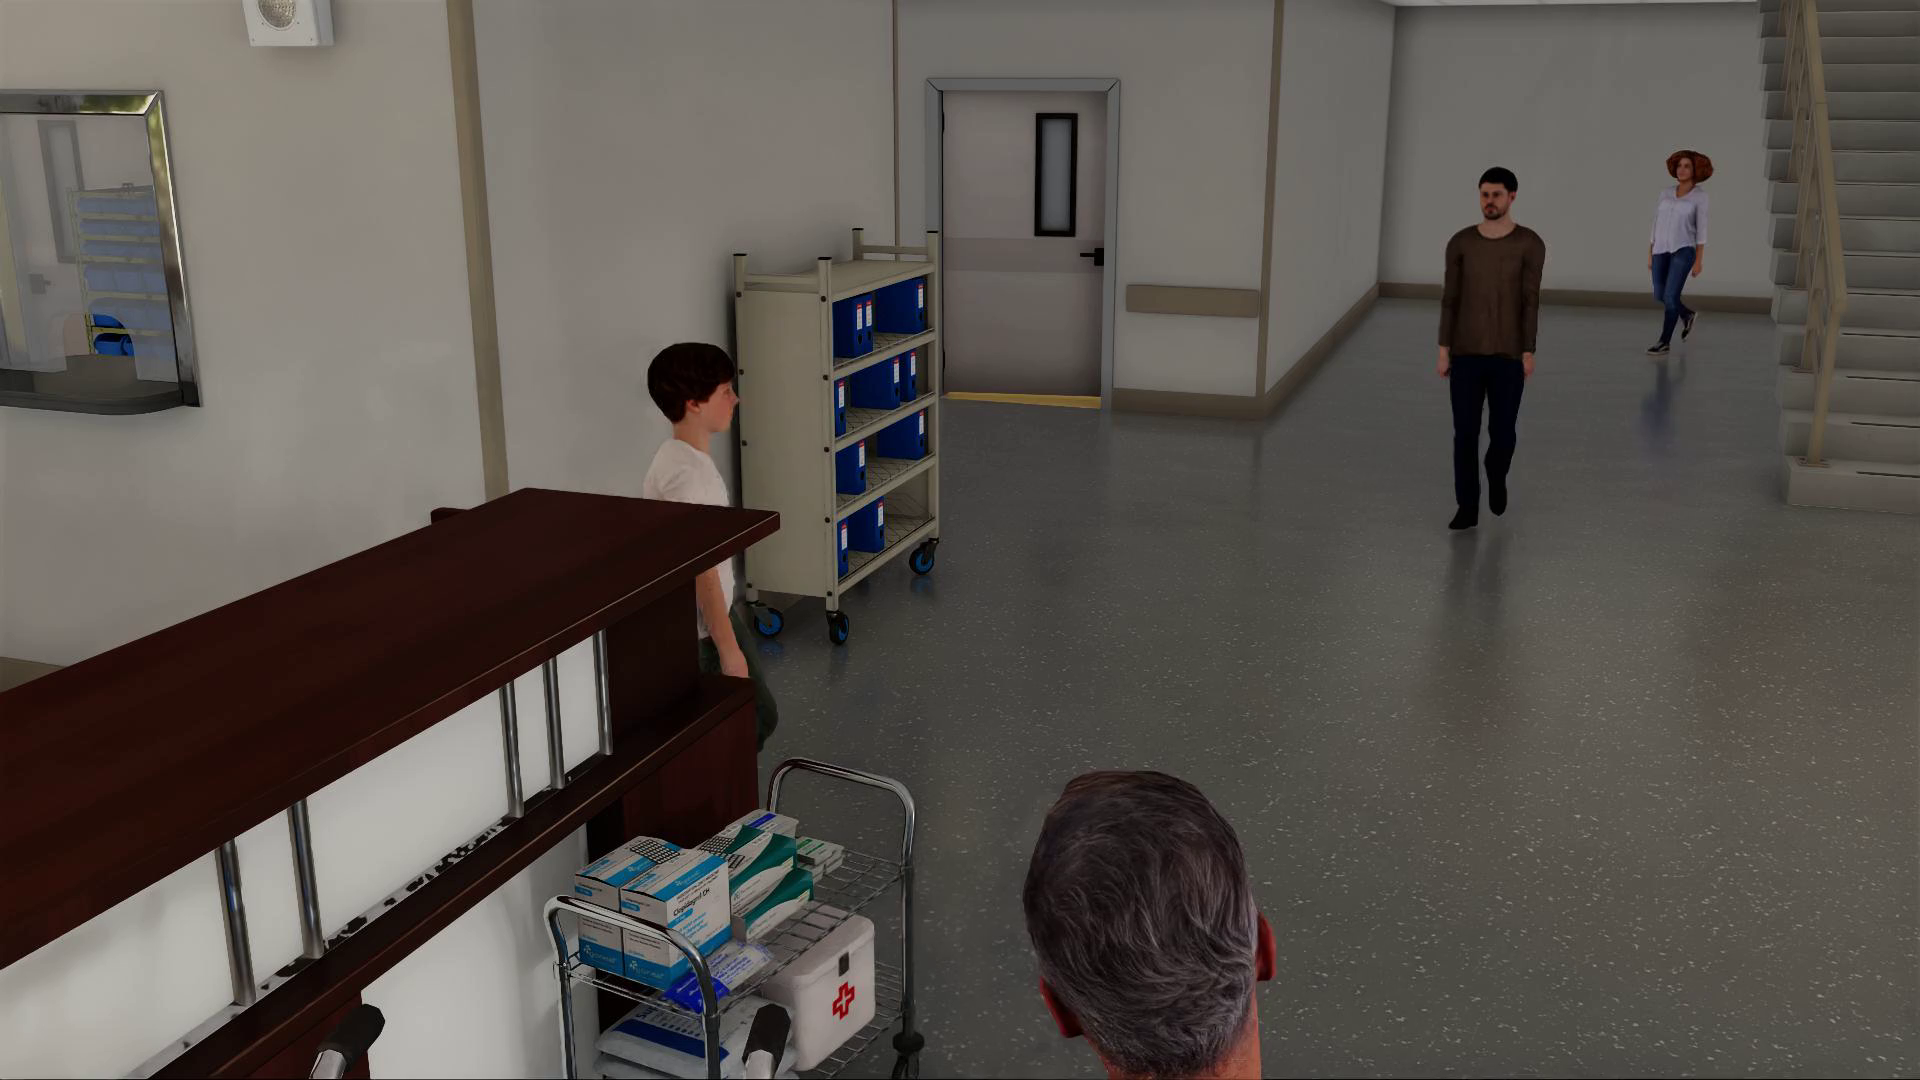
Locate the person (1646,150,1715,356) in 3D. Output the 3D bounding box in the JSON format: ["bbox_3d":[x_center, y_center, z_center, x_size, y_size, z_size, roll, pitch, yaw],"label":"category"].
[{"bbox_3d":[6.175,-2.461,14.232,1.106,1.699,1.008,-9,18,-30],"label":"person"}]

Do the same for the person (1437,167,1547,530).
[{"bbox_3d":[2.772,-0.983,8.664,0.711,1.875,0.813,8,18,27],"label":"person"}]

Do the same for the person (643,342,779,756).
[{"bbox_3d":[-0.825,0.276,4.635,0.747,1.638,0.713,-1,16,-2],"label":"person"}]
